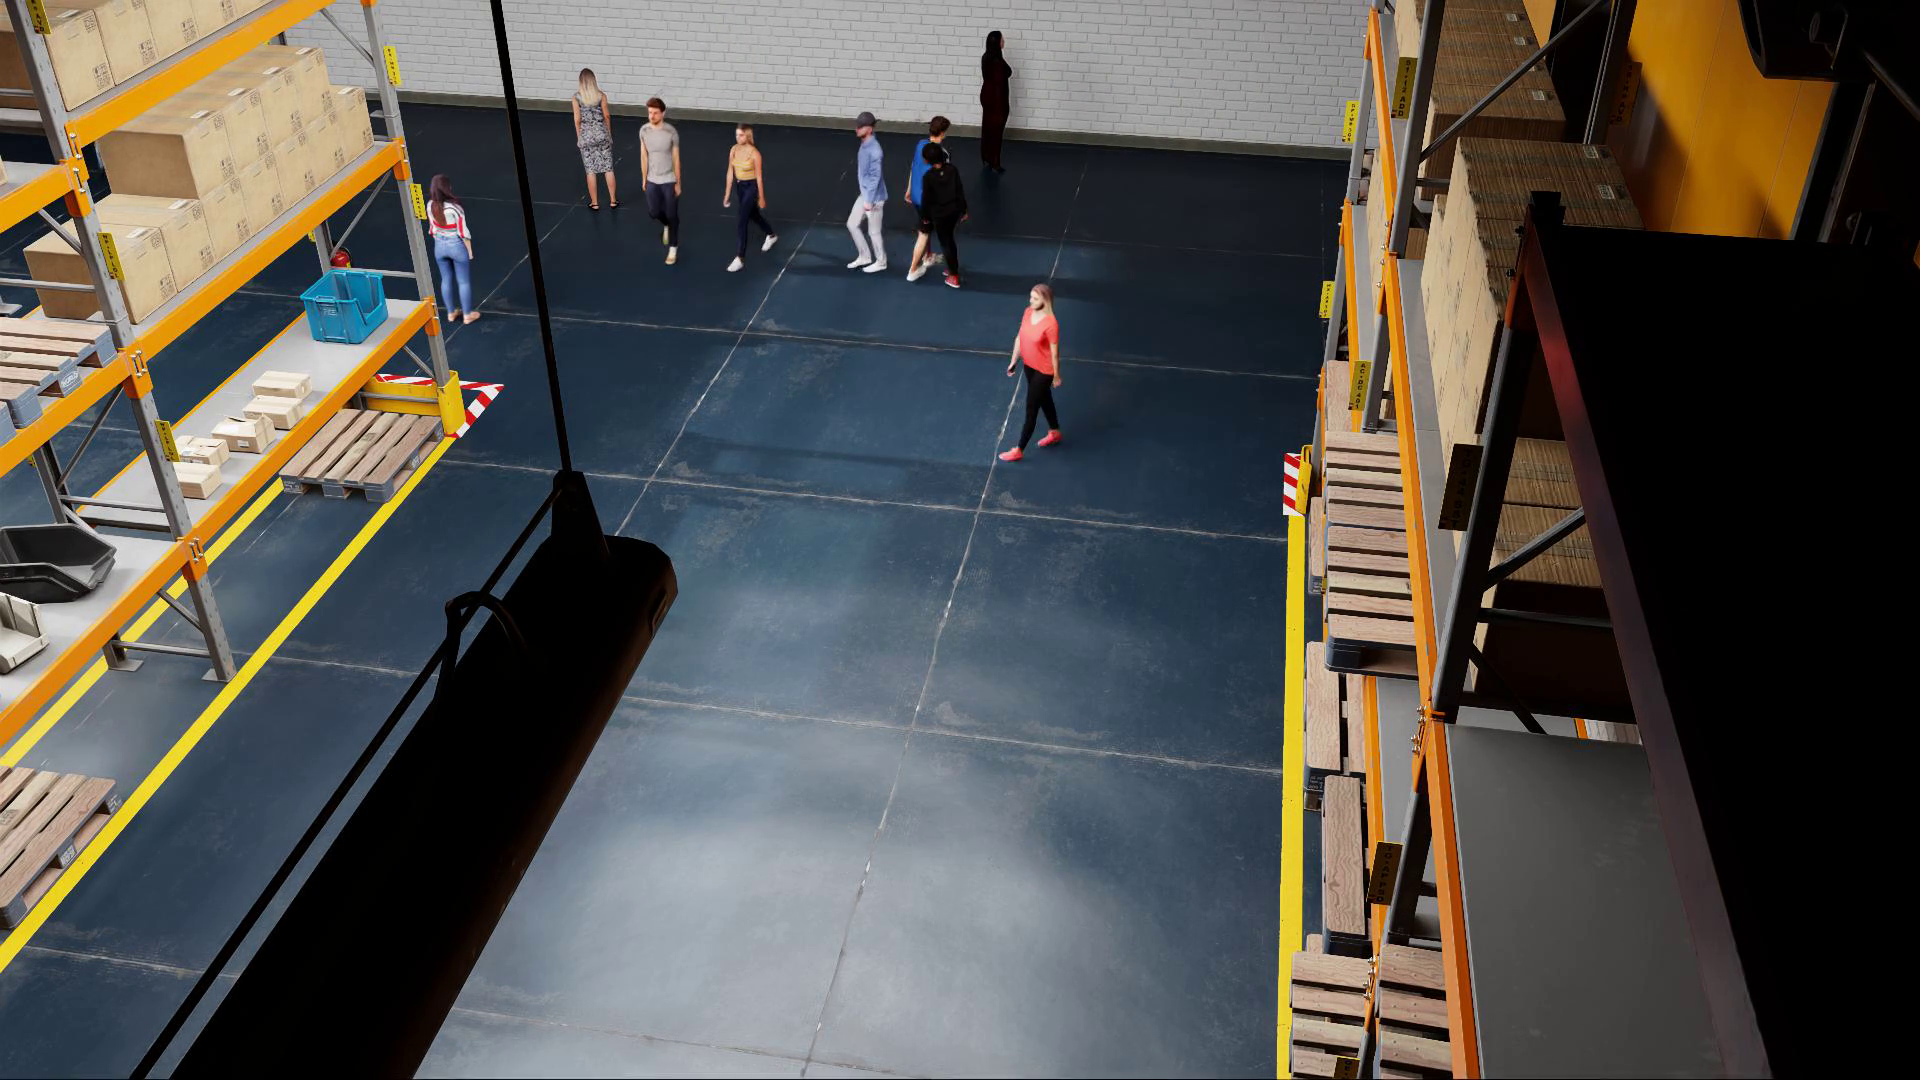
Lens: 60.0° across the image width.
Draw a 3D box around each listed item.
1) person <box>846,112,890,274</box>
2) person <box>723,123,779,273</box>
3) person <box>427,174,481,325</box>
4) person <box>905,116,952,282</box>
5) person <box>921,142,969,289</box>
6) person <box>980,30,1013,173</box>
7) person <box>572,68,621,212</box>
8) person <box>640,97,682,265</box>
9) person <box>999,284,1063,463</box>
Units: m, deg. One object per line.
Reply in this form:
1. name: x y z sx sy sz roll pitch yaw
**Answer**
1. person: -0.887 -3.795 18.204 0.871 1.864 0.777 -10 35 -14
2. person: -2.322 -3.879 18.580 0.945 1.589 1.203 23 40 31
3. person: -5.288 -3.022 17.270 0.596 1.610 0.505 7 34 11
4. person: -0.416 -3.669 18.054 1.014 1.821 1.097 24 40 31
5. person: -0.120 -3.493 17.962 0.782 1.630 0.839 -12 35 -17
6. person: 0.419 -5.519 20.895 0.820 1.757 0.706 -10 35 -15
7. person: -4.357 -4.765 19.810 0.637 1.703 0.624 -8 34 -12
8. person: -3.282 -4.052 18.577 0.633 1.879 0.827 8 34 11
9. person: 0.792 -1.546 15.008 1.056 1.658 1.027 -18 38 -25
